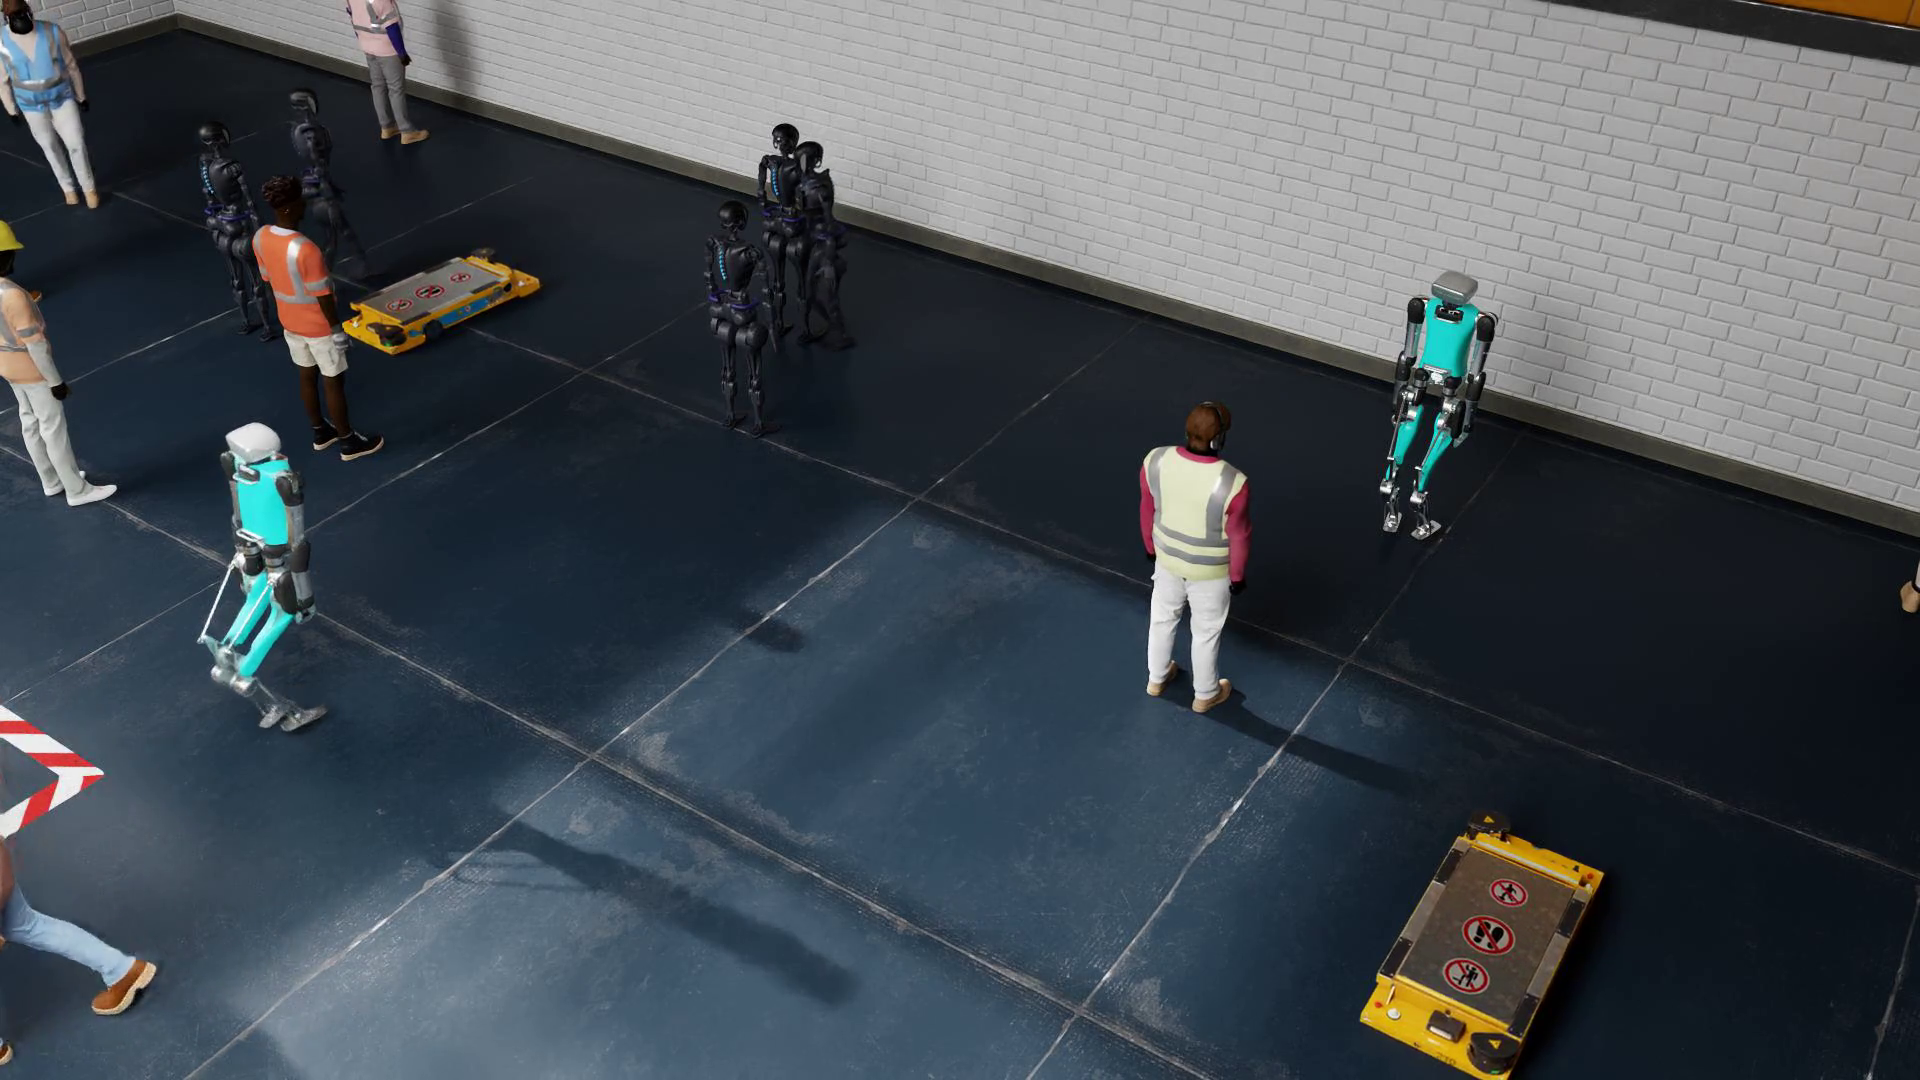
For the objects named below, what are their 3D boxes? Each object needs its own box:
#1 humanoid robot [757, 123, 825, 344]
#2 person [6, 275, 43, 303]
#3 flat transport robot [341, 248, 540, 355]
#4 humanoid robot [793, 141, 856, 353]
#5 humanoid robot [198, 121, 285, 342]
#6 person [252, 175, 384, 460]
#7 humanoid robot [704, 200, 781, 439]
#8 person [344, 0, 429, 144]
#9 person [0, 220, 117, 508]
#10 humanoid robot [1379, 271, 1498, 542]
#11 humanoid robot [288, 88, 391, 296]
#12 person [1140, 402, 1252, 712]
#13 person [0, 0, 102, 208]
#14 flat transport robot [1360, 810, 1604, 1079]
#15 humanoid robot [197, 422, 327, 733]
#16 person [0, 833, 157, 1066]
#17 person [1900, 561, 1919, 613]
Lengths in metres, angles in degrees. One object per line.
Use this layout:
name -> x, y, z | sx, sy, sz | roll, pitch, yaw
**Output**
humanoid robot -> -1.260, -2.270, 12.271 | 0.599, 1.653, 0.315 | 21, 40, 27
person -> -7.558, -2.711, 12.634 | 0.608, 1.995, 0.377 | 22, 40, 28
flat transport robot -> -4.038, -1.865, 12.928 | 0.659, 0.231, 1.431 | 24, 41, 30
humanoid robot -> -0.983, -2.116, 12.072 | 0.389, 1.641, 0.590 | -17, 38, -22
humanoid robot -> -5.345, -2.291, 12.296 | 0.599, 1.657, 0.315 | 21, 40, 27
person -> -4.224, -1.439, 10.840 | 0.600, 1.966, 0.368 | 22, 40, 28
humanoid robot -> -1.480, -1.489, 11.151 | 0.599, 1.657, 0.315 | 21, 40, 27
person -> -5.372, -4.592, 15.531 | 0.610, 1.755, 0.419 | 22, 40, 28
person -> -5.801, -1.090, 10.386 | 0.584, 1.917, 0.381 | 22, 40, 28
humanoid robot -> 2.745, -0.715, 9.888 | 0.533, 1.677, 0.735 | 21, 40, 27
humanoid robot -> -4.878, -2.696, 12.906 | 0.622, 1.633, 0.588 | -12, 37, -17
person -> 1.242, 0.096, 8.761 | 0.618, 1.837, 0.430 | 22, 40, 28
person -> -7.791, -3.695, 14.184 | 0.652, 1.826, 0.640 | -15, 38, -20
flat transport robot -> 2.429, 1.834, 7.643 | 0.659, 0.231, 1.431 | 21, 40, 27
humanoid robot -> -3.634, 0.295, 8.507 | 0.530, 1.714, 0.764 | 20, 40, 26
person -> -4.001, 1.382, 6.816 | 0.896, 1.969, 0.616 | -10, 36, -13
person -> 5.772, -0.359, 9.364 | 0.471, 1.892, 0.386 | 22, 40, 28
